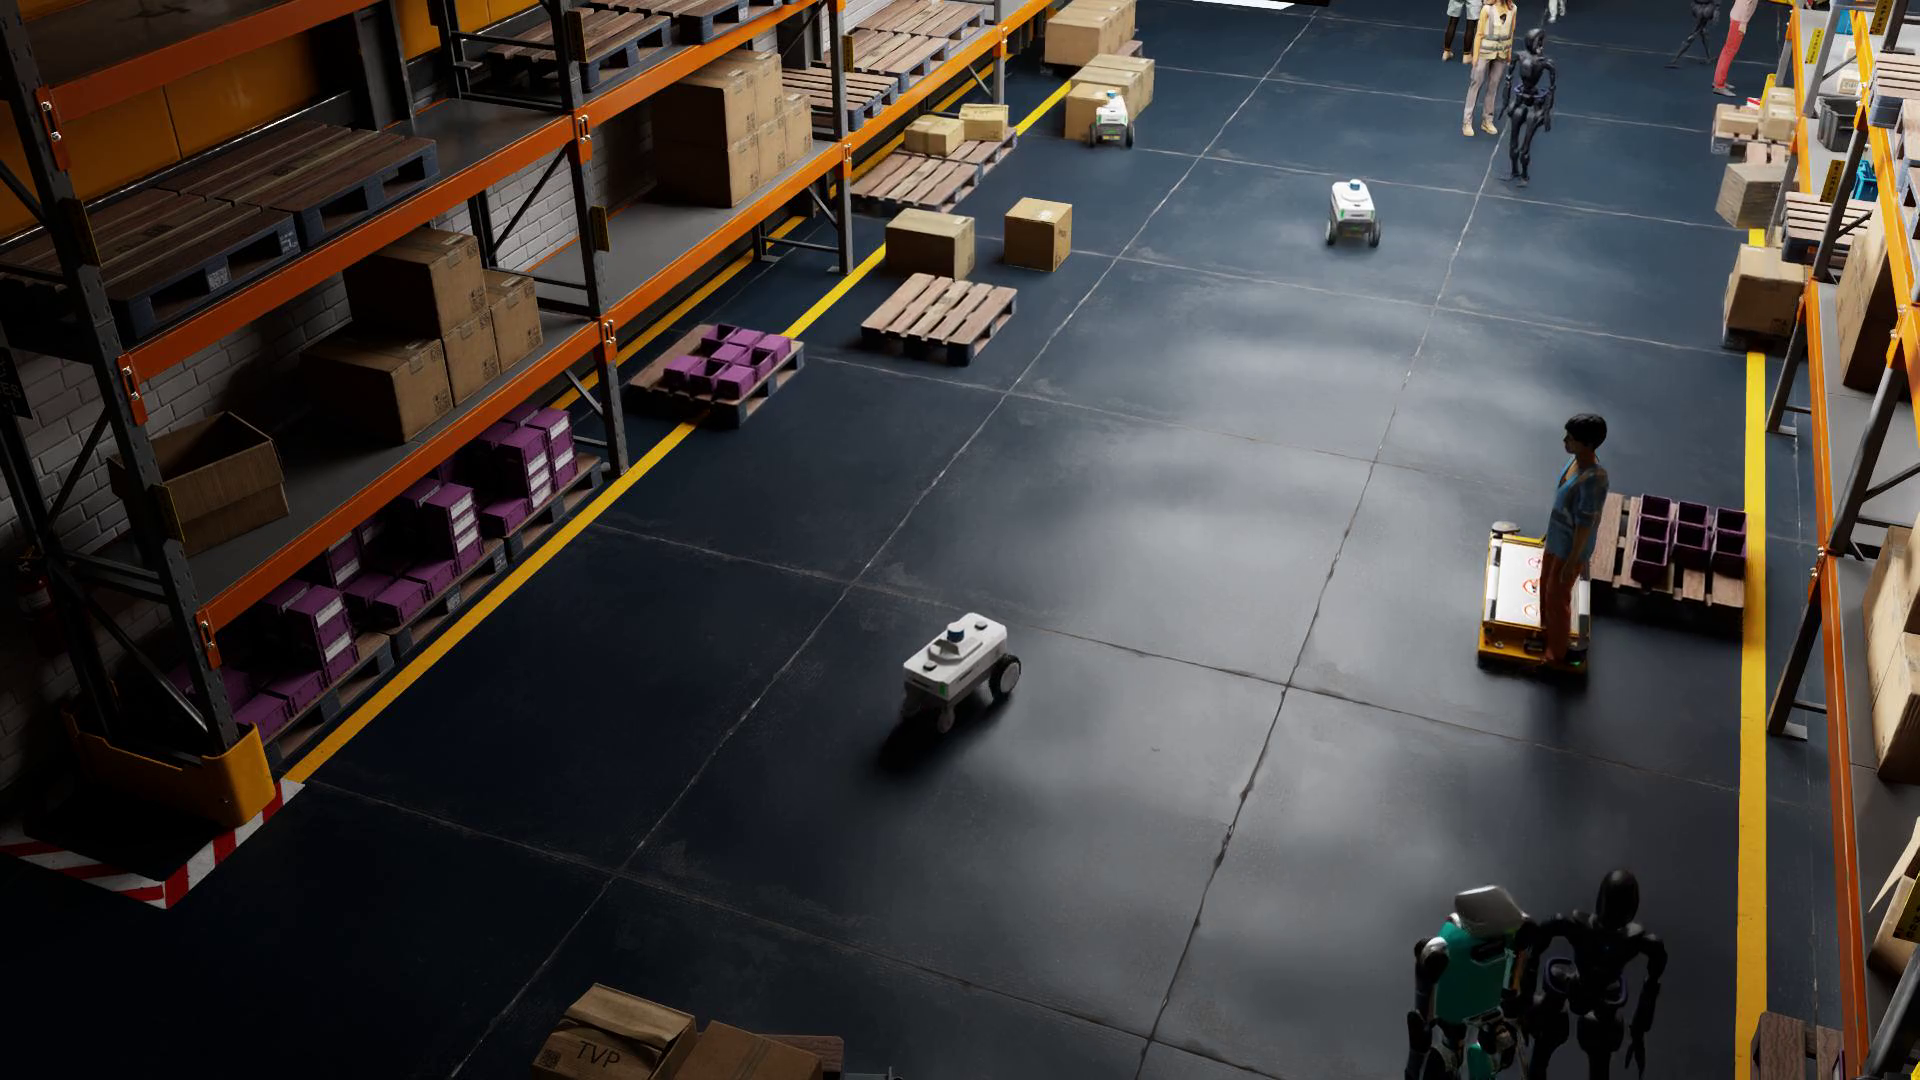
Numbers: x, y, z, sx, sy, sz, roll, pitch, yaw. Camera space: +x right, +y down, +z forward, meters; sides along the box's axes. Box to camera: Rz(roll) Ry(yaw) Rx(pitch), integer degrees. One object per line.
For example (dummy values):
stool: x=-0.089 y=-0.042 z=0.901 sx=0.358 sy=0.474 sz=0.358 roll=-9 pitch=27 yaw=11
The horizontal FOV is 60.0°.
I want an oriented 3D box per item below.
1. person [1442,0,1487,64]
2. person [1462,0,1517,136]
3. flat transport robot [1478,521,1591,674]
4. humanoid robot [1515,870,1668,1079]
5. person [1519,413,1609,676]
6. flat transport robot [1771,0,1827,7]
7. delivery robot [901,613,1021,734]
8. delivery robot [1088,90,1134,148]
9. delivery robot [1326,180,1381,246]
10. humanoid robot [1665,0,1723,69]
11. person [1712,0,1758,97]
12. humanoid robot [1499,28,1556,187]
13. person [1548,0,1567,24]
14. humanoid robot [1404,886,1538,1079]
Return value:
person: x=6.381 y=-6.847 z=20.878 sx=0.534 sy=1.691 sz=0.319 roll=22 pitch=39 yaw=30
person: x=5.946 y=-5.411 z=18.574 sx=0.478 sy=1.777 sz=0.299 roll=-7 pitch=34 yaw=-11
flat transport robot: x=3.819 y=0.363 z=11.029 sx=0.659 sy=0.231 sz=1.431 roll=10 pitch=34 yaw=15
humanoid robot: x=2.661 y=2.036 z=7.138 sx=0.596 sy=1.645 sz=0.340 roll=8 pitch=34 yaw=12
person: x=3.709 y=0.023 z=10.187 sx=0.325 sy=1.756 sz=0.504 roll=3 pitch=33 yaw=5
flat transport robot: x=12.184 y=-7.881 z=23.789 sx=1.431 sy=0.231 sz=0.659 roll=-27 pitch=41 yaw=-35
delivery robot: x=-0.015 y=0.764 z=10.149 sx=0.499 sy=0.598 sz=0.791 roll=22 pitch=39 yaw=30
delivery robot: x=1.682 y=-4.726 z=18.649 sx=0.507 sy=0.601 sz=0.773 roll=-1 pitch=33 yaw=-1
delivery robot: x=3.849 y=-3.223 z=16.320 sx=0.499 sy=0.599 sz=0.784 roll=2 pitch=33 yaw=3
humanoid robot: x=9.318 y=-6.688 z=20.680 sx=0.783 sy=1.622 sz=0.593 roll=-2 pitch=33 yaw=-3
person: x=9.338 y=-6.205 z=19.816 sx=0.325 sy=1.765 sz=0.530 roll=12 pitch=35 yaw=18
humanoid robot: x=5.899 y=-4.496 z=17.258 sx=0.401 sy=1.637 sz=0.610 roll=-27 pitch=42 yaw=-35
person: x=8.125 y=-7.928 z=22.380 sx=0.587 sy=1.872 sz=0.457 roll=11 pitch=34 yaw=16
humanoid robot: x=2.133 y=2.259 z=6.780 sx=0.543 sy=1.833 sz=0.676 roll=-13 pitch=35 yaw=-19
